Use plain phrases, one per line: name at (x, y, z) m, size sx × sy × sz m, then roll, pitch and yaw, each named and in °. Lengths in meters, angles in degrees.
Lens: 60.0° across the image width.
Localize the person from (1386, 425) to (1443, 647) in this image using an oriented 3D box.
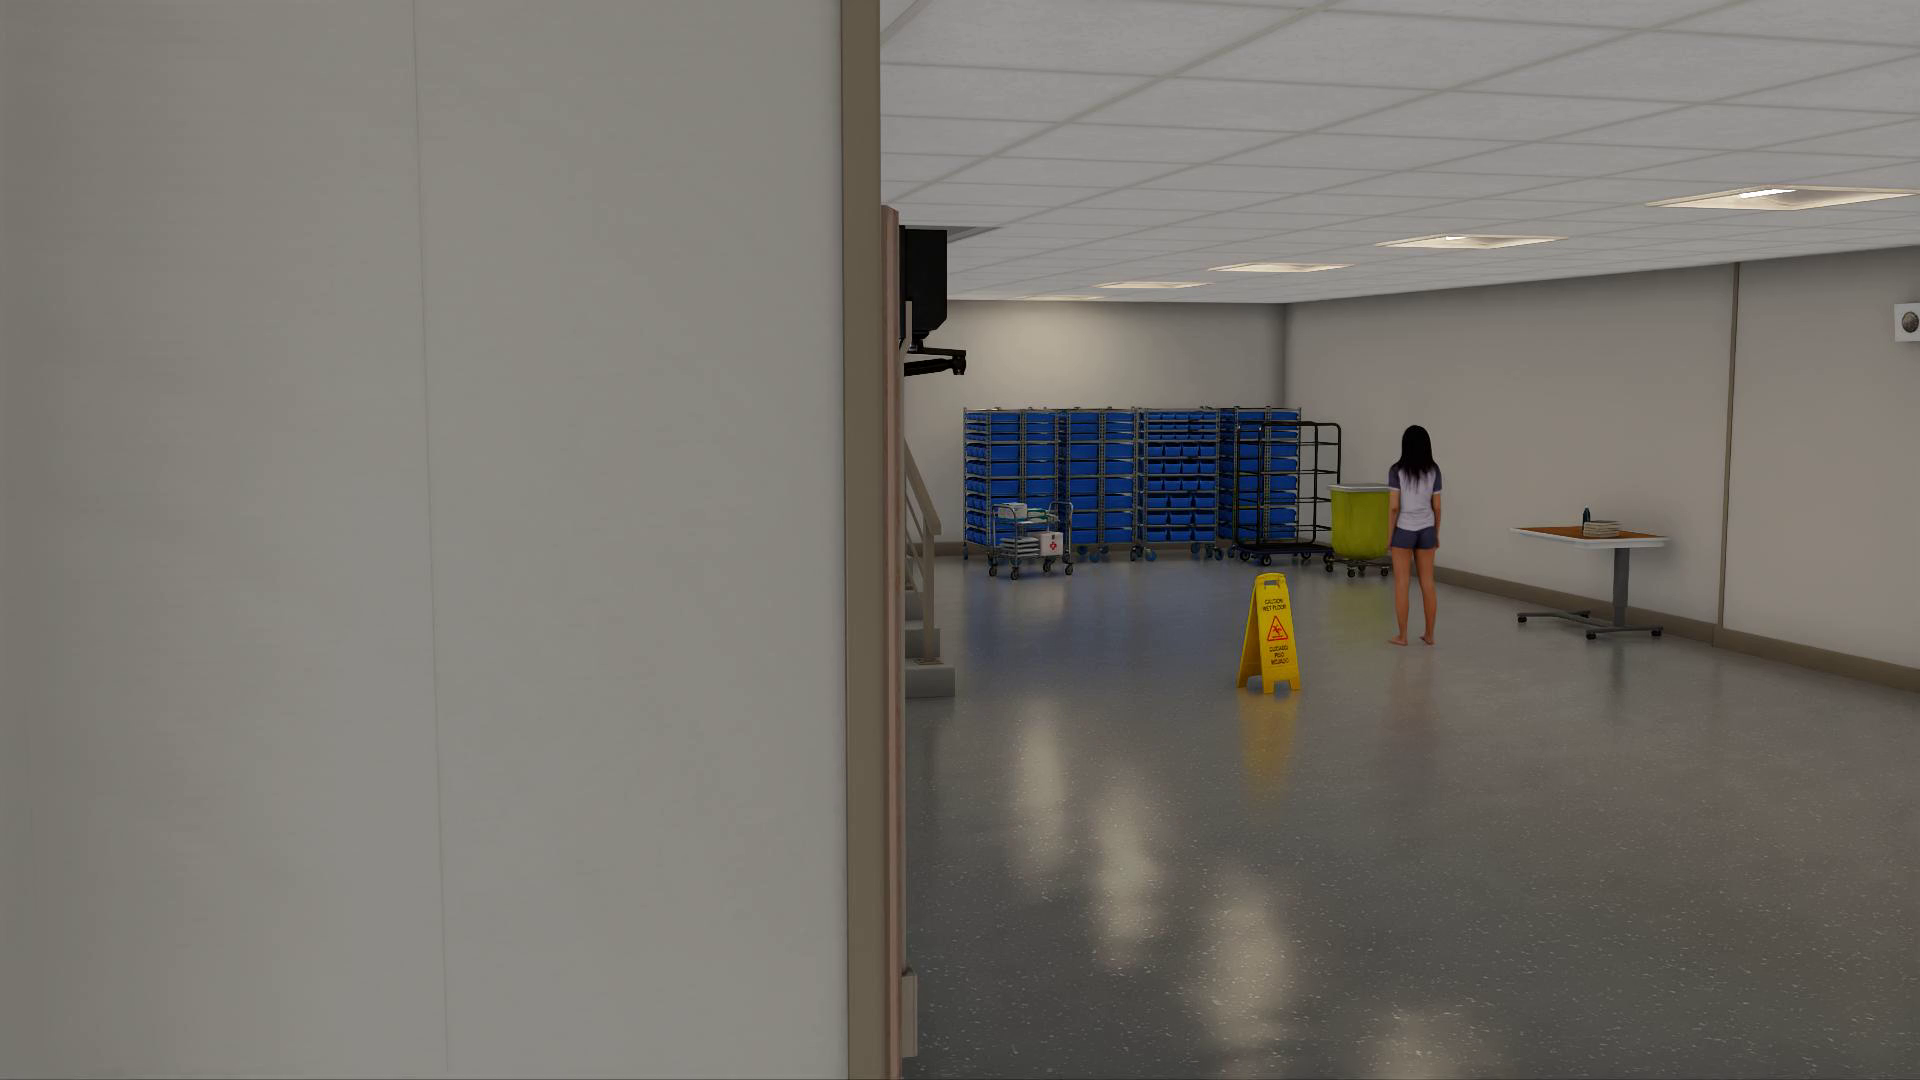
person at (3.577, -0.042, 13.125) m, size 0.613 × 1.733 × 0.531 m, roll -1°, pitch 6°, yaw -7°
